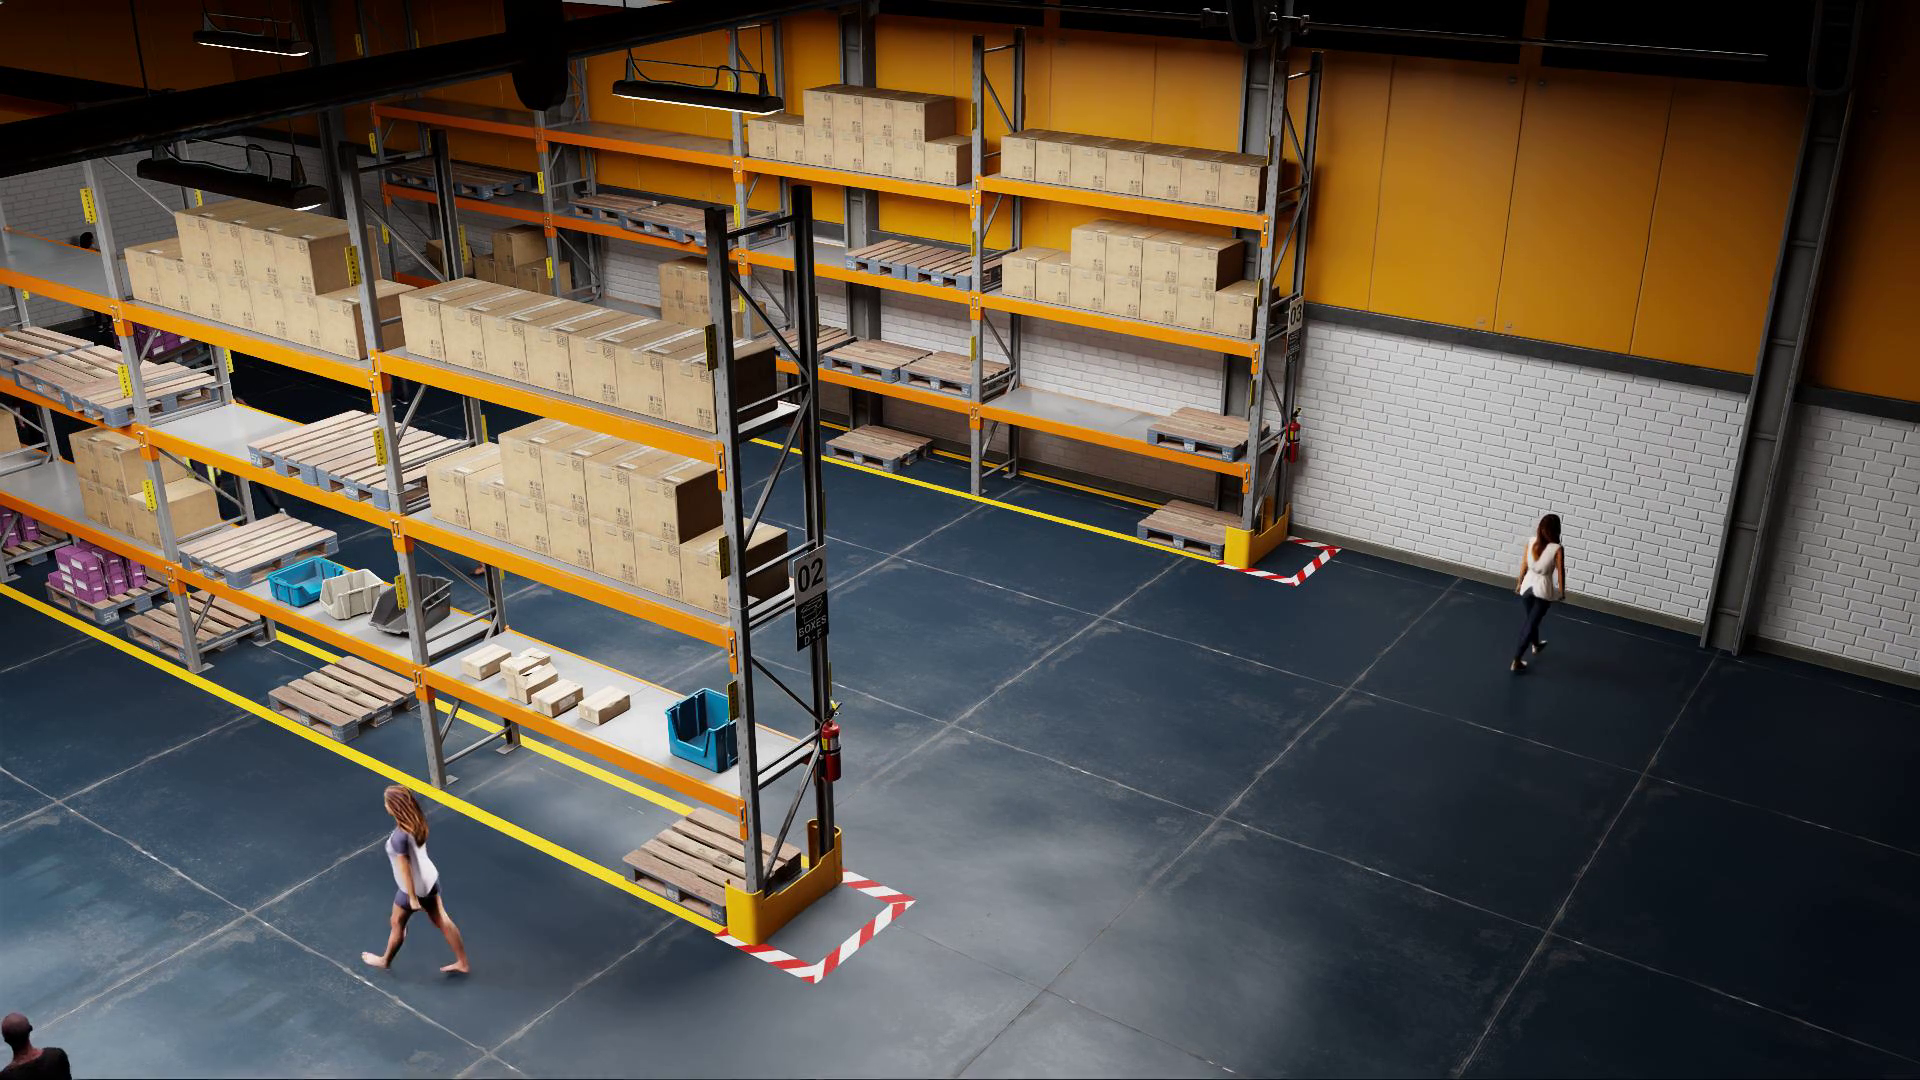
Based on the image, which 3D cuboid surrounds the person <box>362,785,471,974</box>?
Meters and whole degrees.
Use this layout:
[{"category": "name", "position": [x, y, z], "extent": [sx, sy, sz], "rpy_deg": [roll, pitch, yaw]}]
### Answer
[{"category": "person", "position": [-4.108, 2.686, 12.869], "extent": [1.152, 1.673, 0.913], "rpy_deg": [3, 24, 8]}]

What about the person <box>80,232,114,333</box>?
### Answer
[{"category": "person", "position": [-15.204, -4.550, 29.301], "extent": [0.635, 1.770, 0.748], "rpy_deg": [2, 24, 5]}]

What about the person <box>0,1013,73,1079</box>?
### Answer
[{"category": "person", "position": [-5.664, 3.757, 10.380], "extent": [1.063, 1.705, 0.620], "rpy_deg": [15, 28, 30]}]

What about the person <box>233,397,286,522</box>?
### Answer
[{"category": "person", "position": [-9.000, -0.982, 21.194], "extent": [1.044, 1.725, 0.589], "rpy_deg": [14, 27, 29]}]

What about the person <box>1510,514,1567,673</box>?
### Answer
[{"category": "person", "position": [6.041, 0.592, 17.557], "extent": [0.826, 1.755, 0.982], "rpy_deg": [-19, 30, -37]}]
